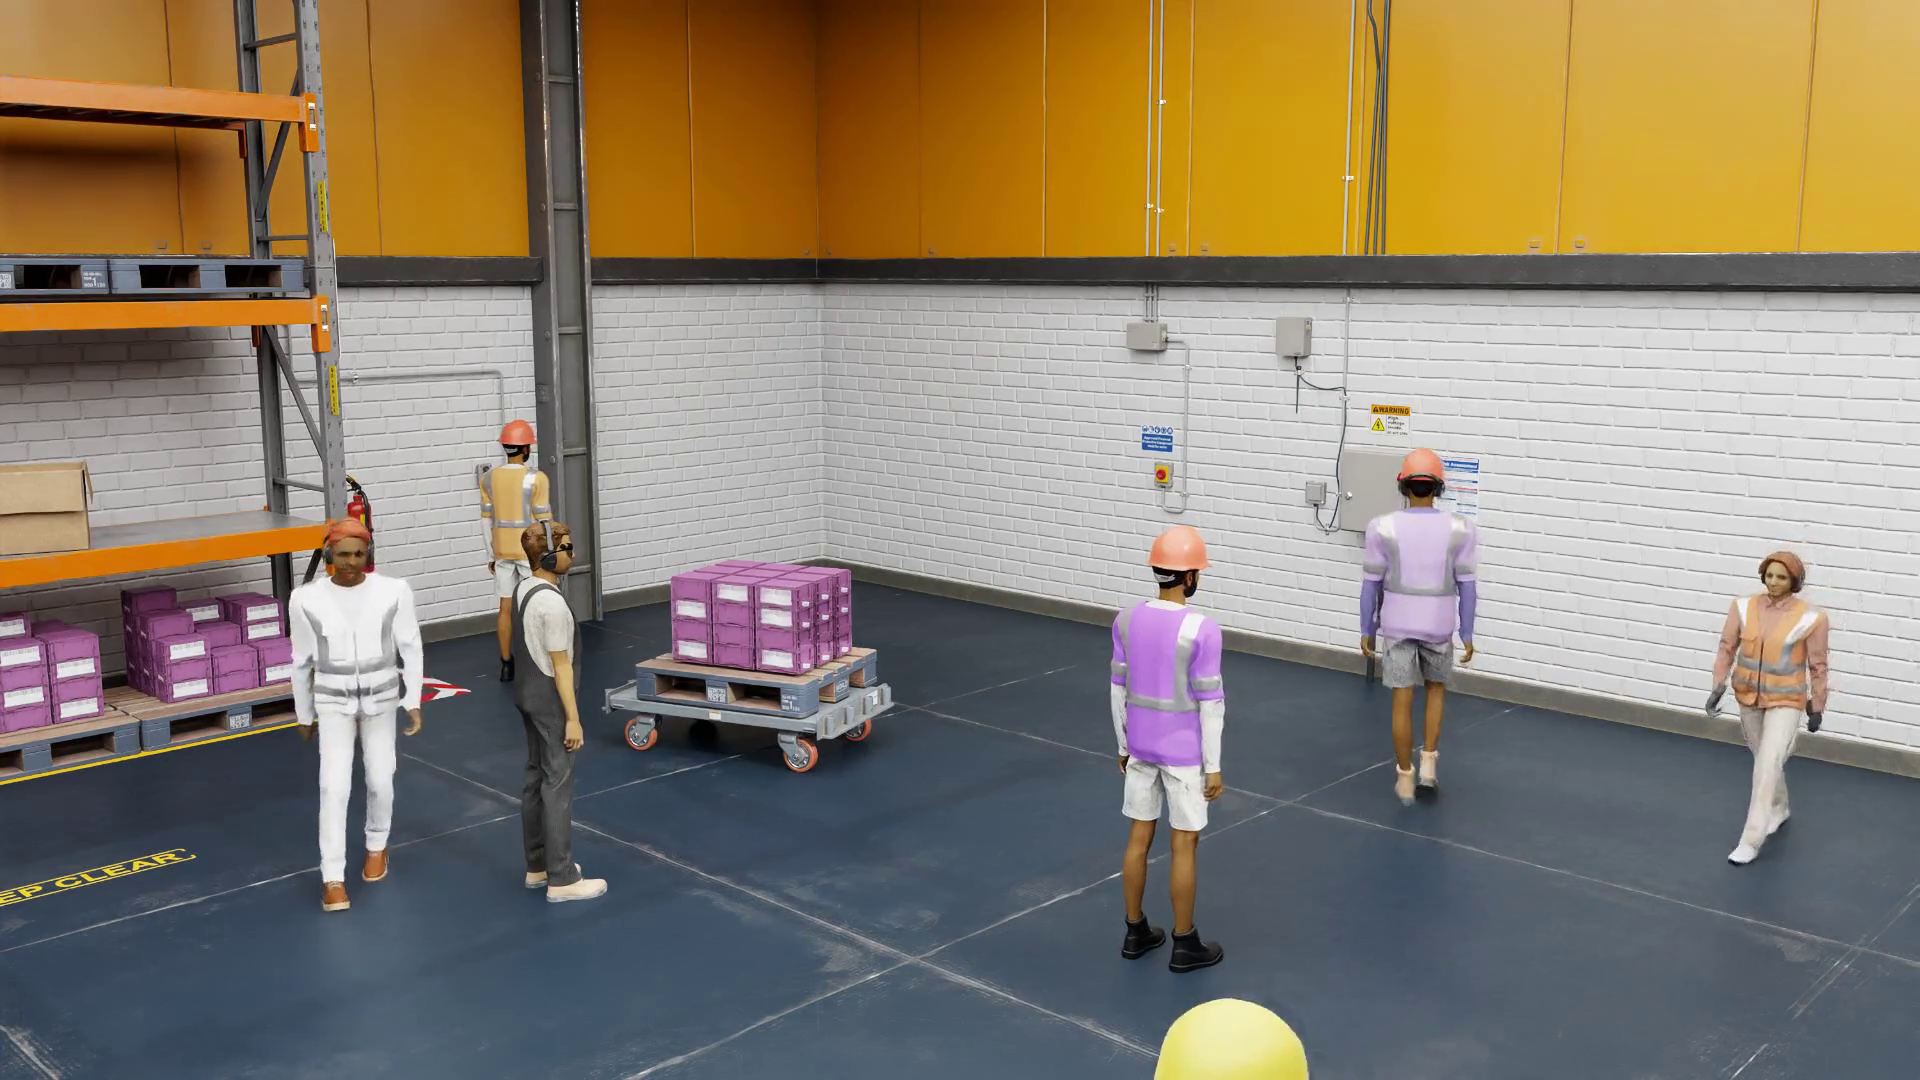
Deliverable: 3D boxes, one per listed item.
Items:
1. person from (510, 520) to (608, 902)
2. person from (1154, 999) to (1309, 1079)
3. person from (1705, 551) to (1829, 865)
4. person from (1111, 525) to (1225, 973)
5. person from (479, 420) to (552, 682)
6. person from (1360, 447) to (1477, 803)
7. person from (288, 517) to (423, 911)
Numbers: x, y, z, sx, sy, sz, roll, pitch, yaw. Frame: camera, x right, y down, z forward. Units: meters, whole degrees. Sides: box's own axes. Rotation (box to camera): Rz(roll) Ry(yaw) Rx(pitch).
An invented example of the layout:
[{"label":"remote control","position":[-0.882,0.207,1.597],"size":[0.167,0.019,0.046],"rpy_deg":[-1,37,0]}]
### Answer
[{"label":"person","position":[-1.963,0.816,8.020],"size":[0.345,1.846,0.508],"rpy_deg":[-7,11,-36]},{"label":"person","position":[0.425,1.665,2.703],"size":[0.966,1.876,0.613],"rpy_deg":[-6,11,-32]},{"label":"person","position":[4.229,0.836,8.679],"size":[0.873,1.594,0.515],"rpy_deg":[-7,11,-36]},{"label":"person","position":[0.918,0.898,7.235],"size":[0.548,1.937,0.379],"rpy_deg":[8,12,42]},{"label":"person","position":[-3.228,0.086,12.209],"size":[0.547,1.938,0.379],"rpy_deg":[2,10,14]},{"label":"person","position":[2.603,0.480,9.508],"size":[0.635,2.029,0.524],"rpy_deg":[2,9,10]},{"label":"person","position":[-2.918,0.802,8.068],"size":[0.590,1.862,0.651],"rpy_deg":[-4,10,-24]}]
